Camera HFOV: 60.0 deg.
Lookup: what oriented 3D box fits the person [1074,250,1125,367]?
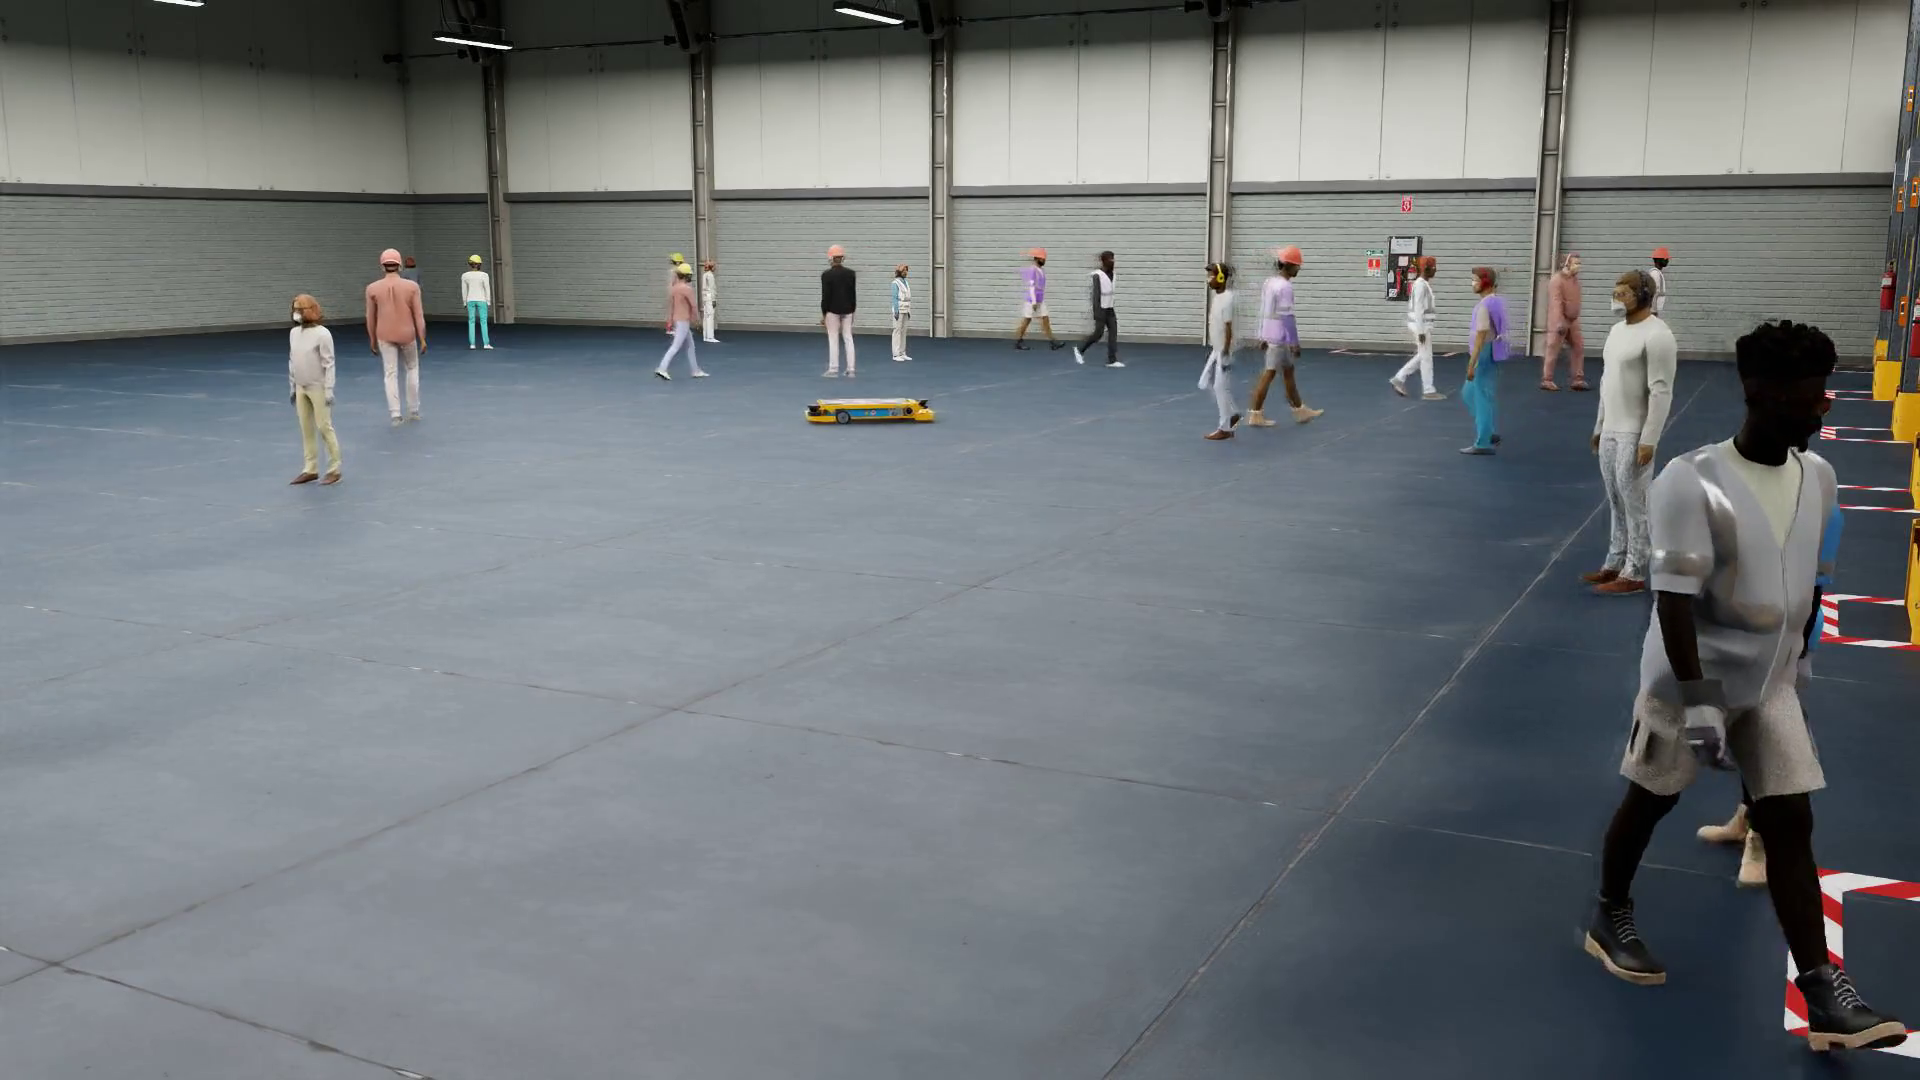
[{"bbox_3d":[2.286,-3.761,27.069,0.801,1.897,0.599,8,13,37],"label":"person"}]

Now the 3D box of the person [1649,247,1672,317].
[{"bbox_3d":[11.204,-3.736,26.784,0.378,1.938,0.547,4,11,21],"label":"person"}]

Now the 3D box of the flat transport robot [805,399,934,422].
[{"bbox_3d":[-1.051,-1.501,19.144,1.431,0.197,0.652,-2,10,-8],"label":"flat transport robot"}]

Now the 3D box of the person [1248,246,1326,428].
[{"bbox_3d":[3.666,-2.227,18.397,0.992,1.994,0.622,0,10,-3],"label":"person"}]

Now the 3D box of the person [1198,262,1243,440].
[{"bbox_3d":[2.695,-1.957,17.328,0.405,1.848,0.562,-1,10,-6],"label":"person"}]

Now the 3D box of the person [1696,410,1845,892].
[{"bbox_3d":[2.656,0.309,5.480,0.412,1.667,0.601,-2,11,-13],"label":"person"}]

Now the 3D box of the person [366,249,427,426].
[{"bbox_3d":[-6.389,-2.305,18.906,0.649,1.958,0.885,-2,11,-11],"label":"person"}]

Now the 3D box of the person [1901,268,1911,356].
[{"bbox_3d":[13.295,-3.027,23.282,0.602,1.814,0.592,4,11,20],"label":"person"}]

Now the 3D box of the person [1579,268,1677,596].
[{"bbox_3d":[3.979,-0.635,9.882,0.351,1.938,0.635,-1,10,-5],"label":"person"}]

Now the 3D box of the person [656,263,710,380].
[{"bbox_3d":[-4.159,-3.239,24.678,0.927,1.723,0.520,-7,13,-35],"label":"person"}]

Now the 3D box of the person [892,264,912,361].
[{"bbox_3d":[-0.998,-3.863,28.294,0.306,1.639,0.523,4,11,22],"label":"person"}]

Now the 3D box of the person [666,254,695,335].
[{"bbox_3d":[-5.974,-5.245,35.583,0.780,1.733,0.526,1,10,4],"label":"person"}]

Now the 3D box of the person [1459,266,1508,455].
[{"bbox_3d":[5.069,-1.728,16.118,0.452,1.830,0.605,5,12,25],"label":"person"}]

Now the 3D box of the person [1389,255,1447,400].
[{"bbox_3d":[5.997,-2.760,21.652,0.719,1.871,0.587,4,11,20],"label":"person"}]

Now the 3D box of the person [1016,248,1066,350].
[{"bbox_3d":[1.460,-4.449,30.823,1.017,1.875,0.575,6,12,31],"label":"person"}]

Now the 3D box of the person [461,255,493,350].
[{"bbox_3d":[-9.028,-4.437,31.091,0.523,1.763,0.329,0,10,1],"label":"person"}]

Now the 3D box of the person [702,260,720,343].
[{"bbox_3d":[-4.983,-4.757,33.169,0.311,1.639,0.521,-5,11,-24],"label":"person"}]

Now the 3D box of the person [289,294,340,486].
[{"bbox_3d":[-5.548,-1.283,14.237,0.503,1.632,0.266,6,12,29],"label":"person"}]

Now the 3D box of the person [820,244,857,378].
[{"bbox_3d":[-1.835,-3.442,25.025,0.620,1.993,0.393,-7,13,-35],"label":"person"}]

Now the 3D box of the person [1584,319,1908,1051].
[{"bbox_3d":[2.095,0.375,4.424,0.630,1.900,1.027,-3,11,-17],"label":"person"}]

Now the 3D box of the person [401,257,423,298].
[{"bbox_3d":[-12.536,-5.653,38.068,0.504,1.633,0.271,-9,14,-40],"label":"person"}]

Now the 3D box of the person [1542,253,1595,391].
[{"bbox_3d":[8.341,-2.950,22.676,0.648,1.882,0.790,-8,13,-36],"label":"person"}]
